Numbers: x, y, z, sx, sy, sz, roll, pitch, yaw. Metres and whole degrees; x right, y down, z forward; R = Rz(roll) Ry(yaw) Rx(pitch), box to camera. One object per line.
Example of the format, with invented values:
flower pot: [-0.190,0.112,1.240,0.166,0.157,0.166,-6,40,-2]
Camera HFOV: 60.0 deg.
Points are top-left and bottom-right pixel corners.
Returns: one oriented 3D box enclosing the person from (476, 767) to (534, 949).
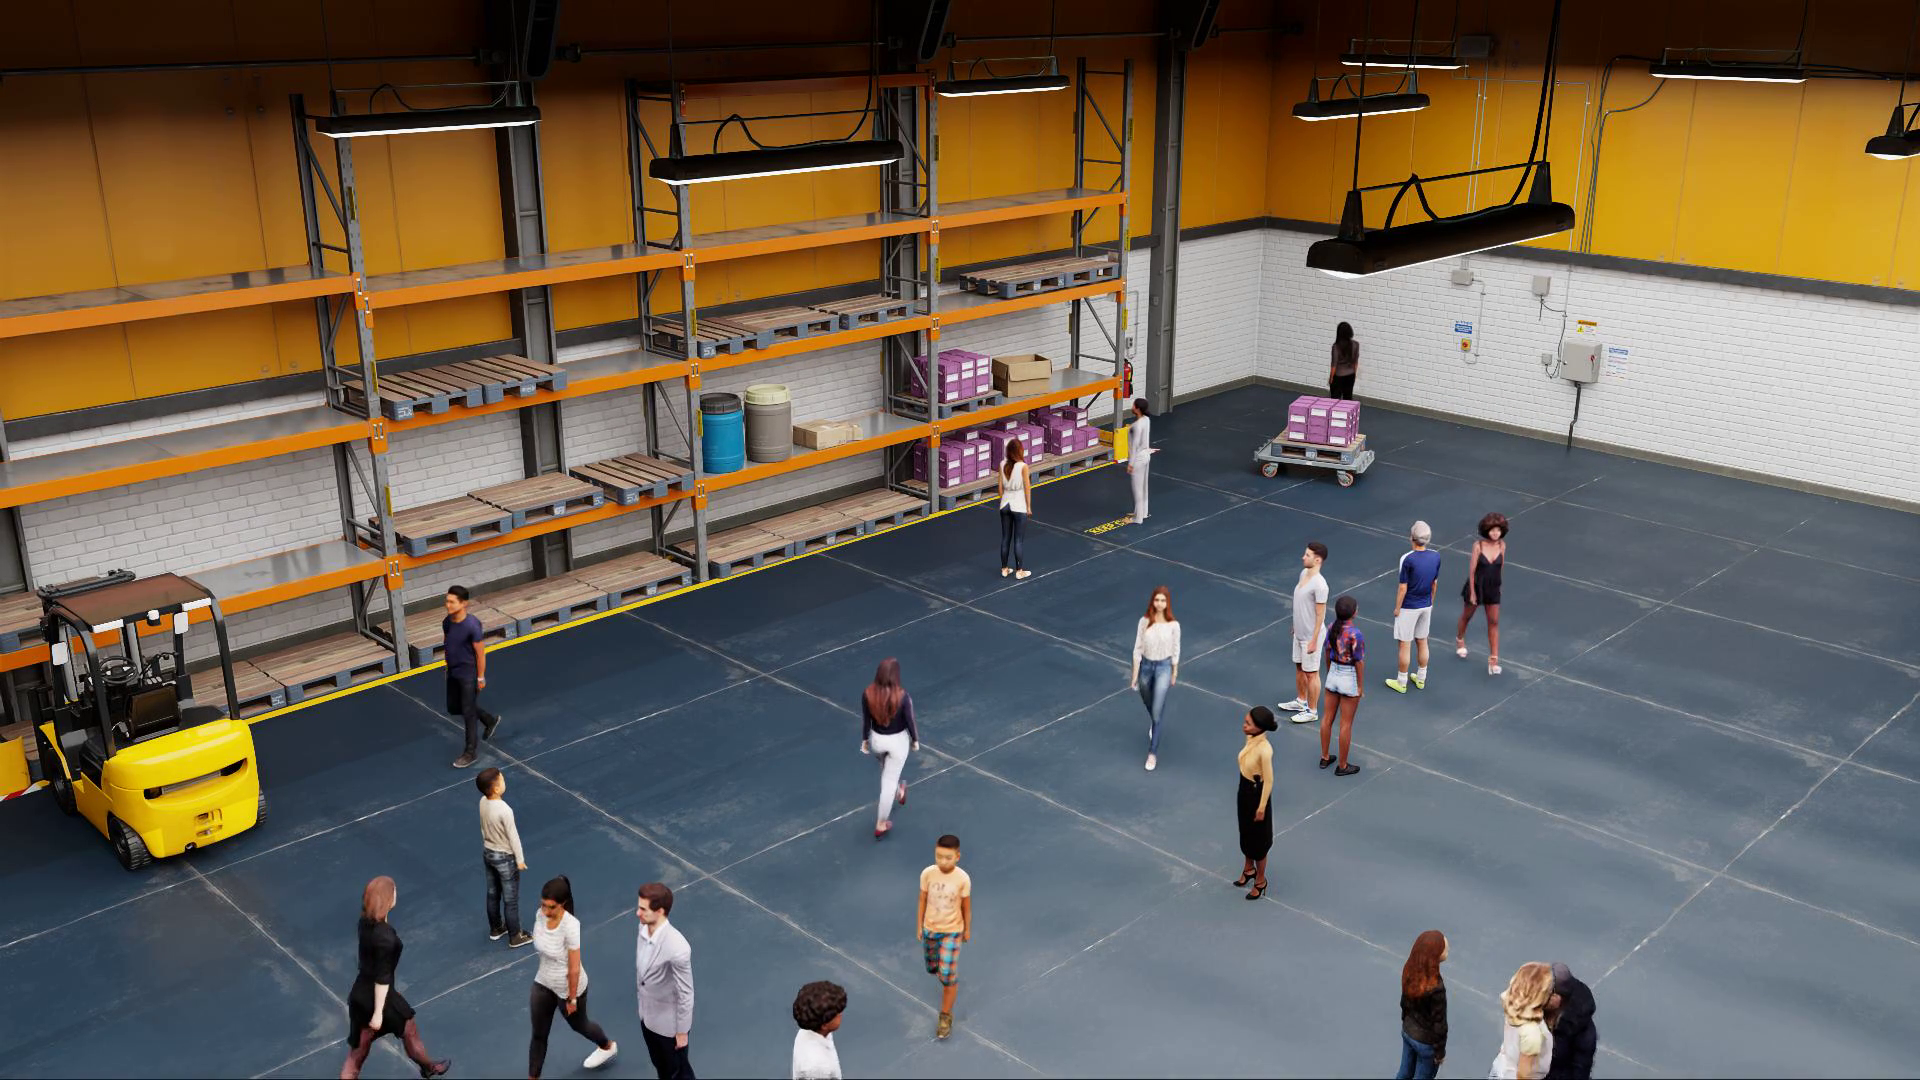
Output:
person: [-3.518,2.417,12.721,0.574,1.465,0.550,13,23,34]

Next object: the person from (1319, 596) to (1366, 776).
person: [3.561,1.335,15.499,0.555,1.743,0.619,-14,23,-35]

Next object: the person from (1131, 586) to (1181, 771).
person: [1.863,1.240,15.859,0.899,1.692,1.203,7,20,19]

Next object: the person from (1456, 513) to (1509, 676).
person: [5.573,0.537,17.873,1.077,1.739,1.099,-1,19,-3]

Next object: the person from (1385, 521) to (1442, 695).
person: [4.728,0.685,17.278,0.629,1.839,0.769,-8,20,-22]

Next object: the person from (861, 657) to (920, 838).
person: [-0.633,1.814,14.363,0.906,1.560,1.136,7,20,19]

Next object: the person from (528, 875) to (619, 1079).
person: [-2.556,2.925,11.007,0.719,1.596,1.075,15,24,38]

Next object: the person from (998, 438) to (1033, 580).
person: [0.660,-0.393,20.561,0.641,1.786,0.603,11,22,30]

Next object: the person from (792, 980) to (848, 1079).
person: [-0.895,3.349,9.493,1.218,1.757,1.043,-4,19,-12]

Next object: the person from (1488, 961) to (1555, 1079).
person: [3.201,3.265,9.857,1.134,1.684,1.048,-1,19,-4]

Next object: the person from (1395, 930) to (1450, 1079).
person: [2.931,3.135,10.561,0.632,1.483,0.633,-6,20,-18]

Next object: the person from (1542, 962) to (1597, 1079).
person: [3.550,3.236,9.969,0.719,1.668,0.693,-15,24,-37]

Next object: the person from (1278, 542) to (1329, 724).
person: [3.491,0.902,16.607,0.776,1.855,0.766,-4,19,-11]

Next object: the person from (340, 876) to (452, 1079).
person: [-3.798,3.029,10.634,1.086,1.636,0.627,-17,25,-41]

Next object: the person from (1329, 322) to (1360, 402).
person: [6.269,-2.654,27.192,0.702,1.840,0.806,-5,19,-15]

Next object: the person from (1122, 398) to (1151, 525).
person: [2.451,-1.099,22.734,0.761,1.737,0.621,7,20,21]

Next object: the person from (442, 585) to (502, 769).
person: [-4.624,1.239,15.723,0.760,1.781,0.951,12,22,31]

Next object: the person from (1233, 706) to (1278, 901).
person: [2.367,2.101,13.362,0.697,1.654,0.671,-4,19,-12]

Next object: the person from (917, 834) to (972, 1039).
person: [-0.105,2.735,11.809,0.807,1.444,0.975,4,19,12]

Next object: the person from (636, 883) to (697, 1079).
person: [-1.847,2.974,10.463,0.578,1.850,0.697,-15,24,-37]
